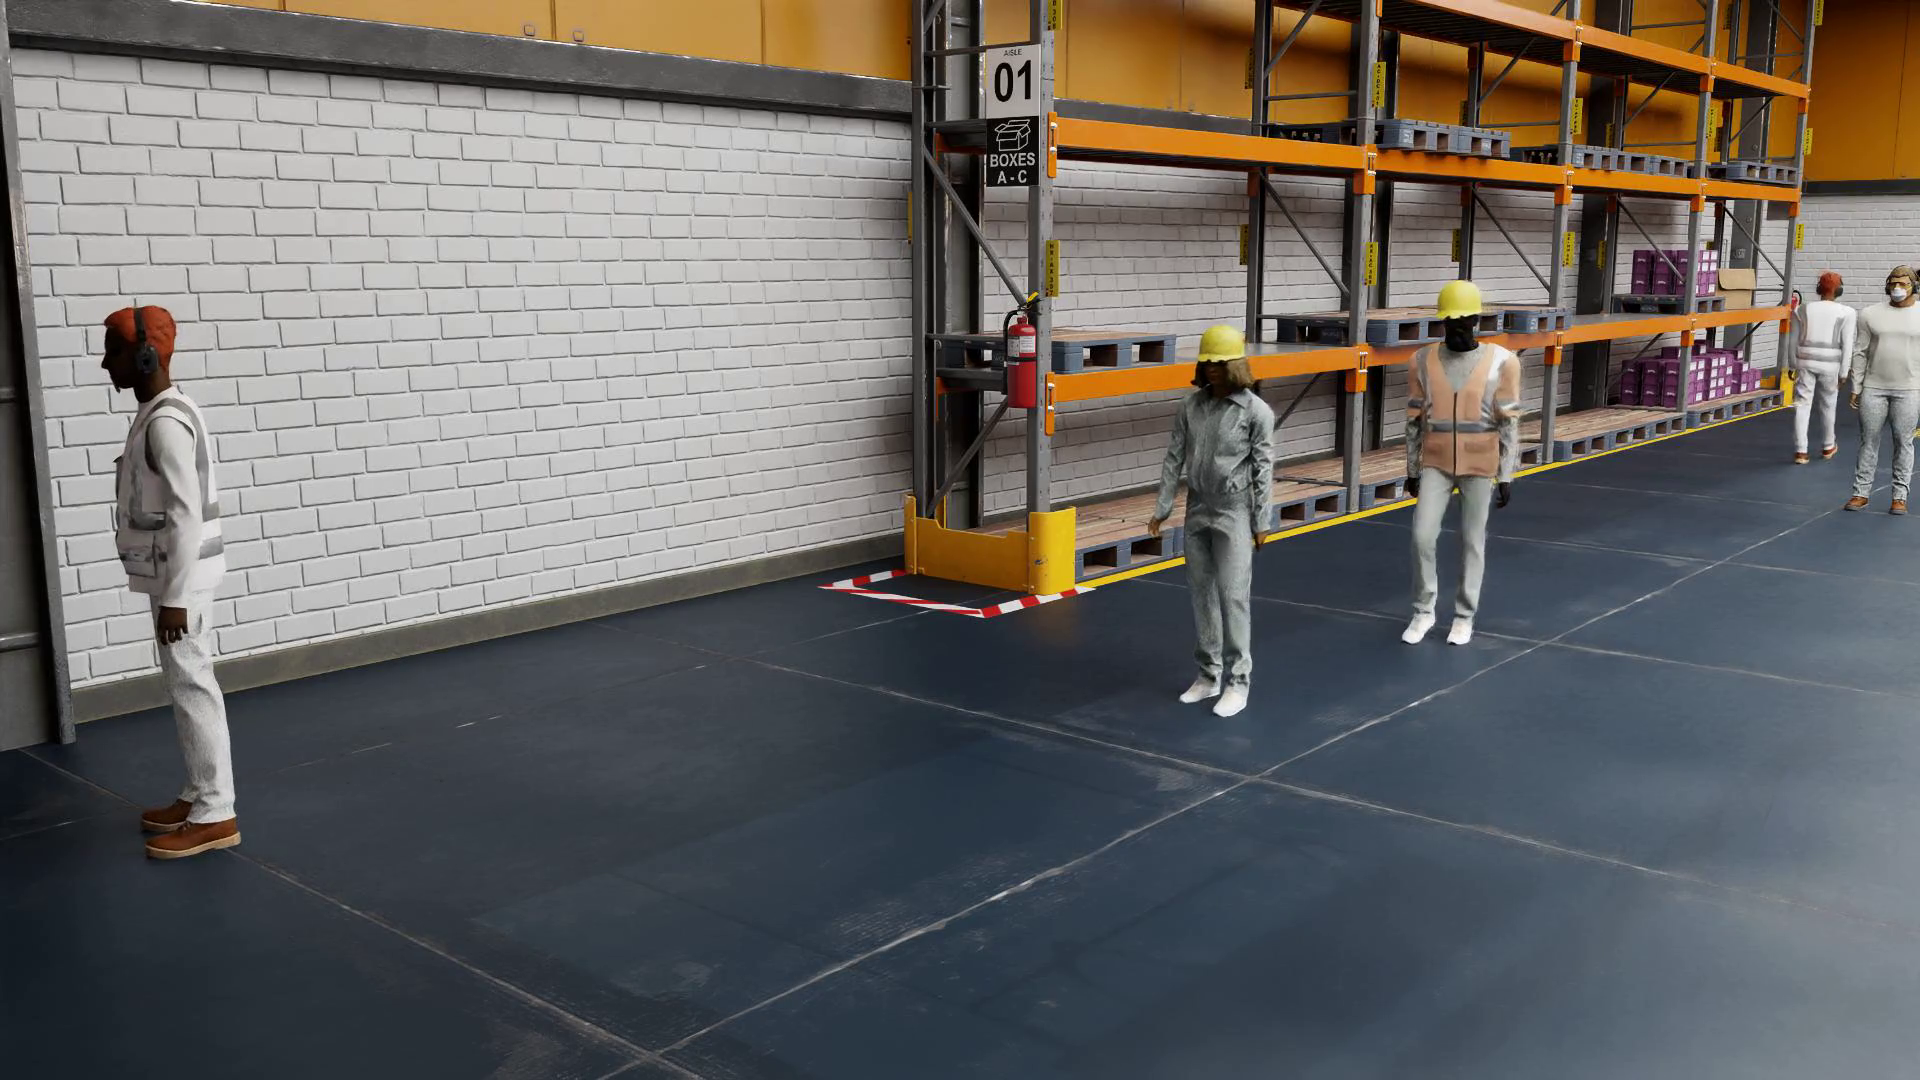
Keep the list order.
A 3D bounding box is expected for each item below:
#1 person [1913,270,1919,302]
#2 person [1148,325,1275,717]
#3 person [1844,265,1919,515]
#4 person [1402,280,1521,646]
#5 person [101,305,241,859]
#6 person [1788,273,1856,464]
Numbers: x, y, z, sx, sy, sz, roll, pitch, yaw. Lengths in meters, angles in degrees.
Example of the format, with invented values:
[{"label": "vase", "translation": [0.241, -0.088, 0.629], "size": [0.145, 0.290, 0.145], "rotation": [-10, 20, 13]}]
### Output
[{"label": "person", "translation": [12.865, -2.787, 22.591], "size": [0.796, 1.826, 0.511], "rotation": [-2, 10, -11]}, {"label": "person", "translation": [1.135, -0.096, 7.498], "size": [0.502, 1.737, 0.377], "rotation": [9, 14, 43]}, {"label": "person", "translation": [7.304, -1.169, 13.026], "size": [0.627, 1.940, 0.373], "rotation": [8, 13, 38]}, {"label": "person", "translation": [2.574, -0.377, 8.613], "size": [0.599, 1.905, 0.583], "rotation": [5, 11, 27]}, {"label": "person", "translation": [-2.705, 0.142, 5.716], "size": [0.337, 1.883, 0.584], "rotation": [-5, 11, -26]}, {"label": "person", "translation": [8.358, -1.669, 16.174], "size": [0.597, 1.834, 0.979], "rotation": [7, 12, 37]}]
